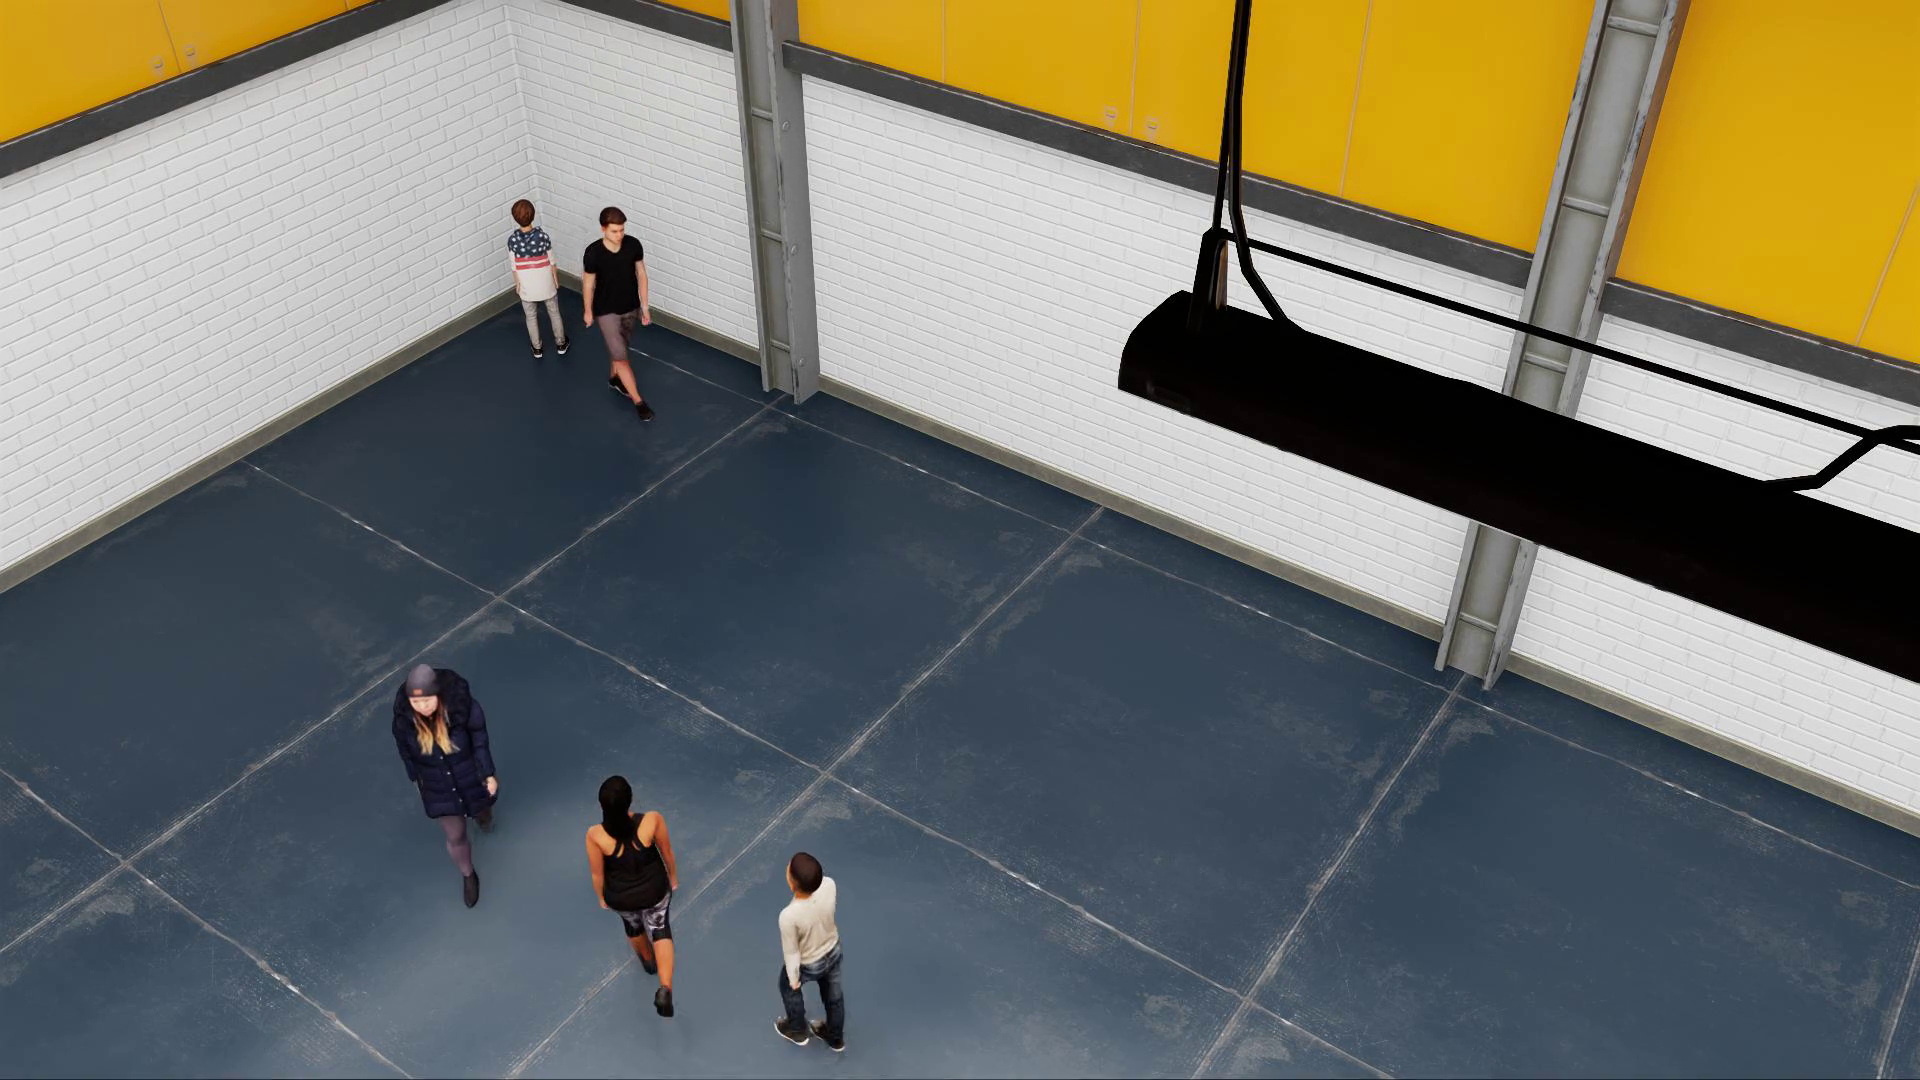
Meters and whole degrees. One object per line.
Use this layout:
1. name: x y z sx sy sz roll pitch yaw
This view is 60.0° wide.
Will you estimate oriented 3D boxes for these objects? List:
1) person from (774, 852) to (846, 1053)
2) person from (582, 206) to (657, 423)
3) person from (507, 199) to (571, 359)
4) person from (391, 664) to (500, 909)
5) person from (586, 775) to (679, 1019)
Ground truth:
1. person: -0.706 2.181 8.580 0.602 1.452 0.662 -29 47 -31
2. person: -2.805 -1.908 13.409 0.869 1.814 1.178 -26 45 -28
3. person: -3.600 -2.224 14.106 0.585 1.438 0.639 -8 39 -10
4. person: -2.883 1.297 9.520 1.000 1.659 1.092 -9 39 -11
5. person: -1.699 1.882 8.799 0.914 1.646 1.029 -12 40 -15
